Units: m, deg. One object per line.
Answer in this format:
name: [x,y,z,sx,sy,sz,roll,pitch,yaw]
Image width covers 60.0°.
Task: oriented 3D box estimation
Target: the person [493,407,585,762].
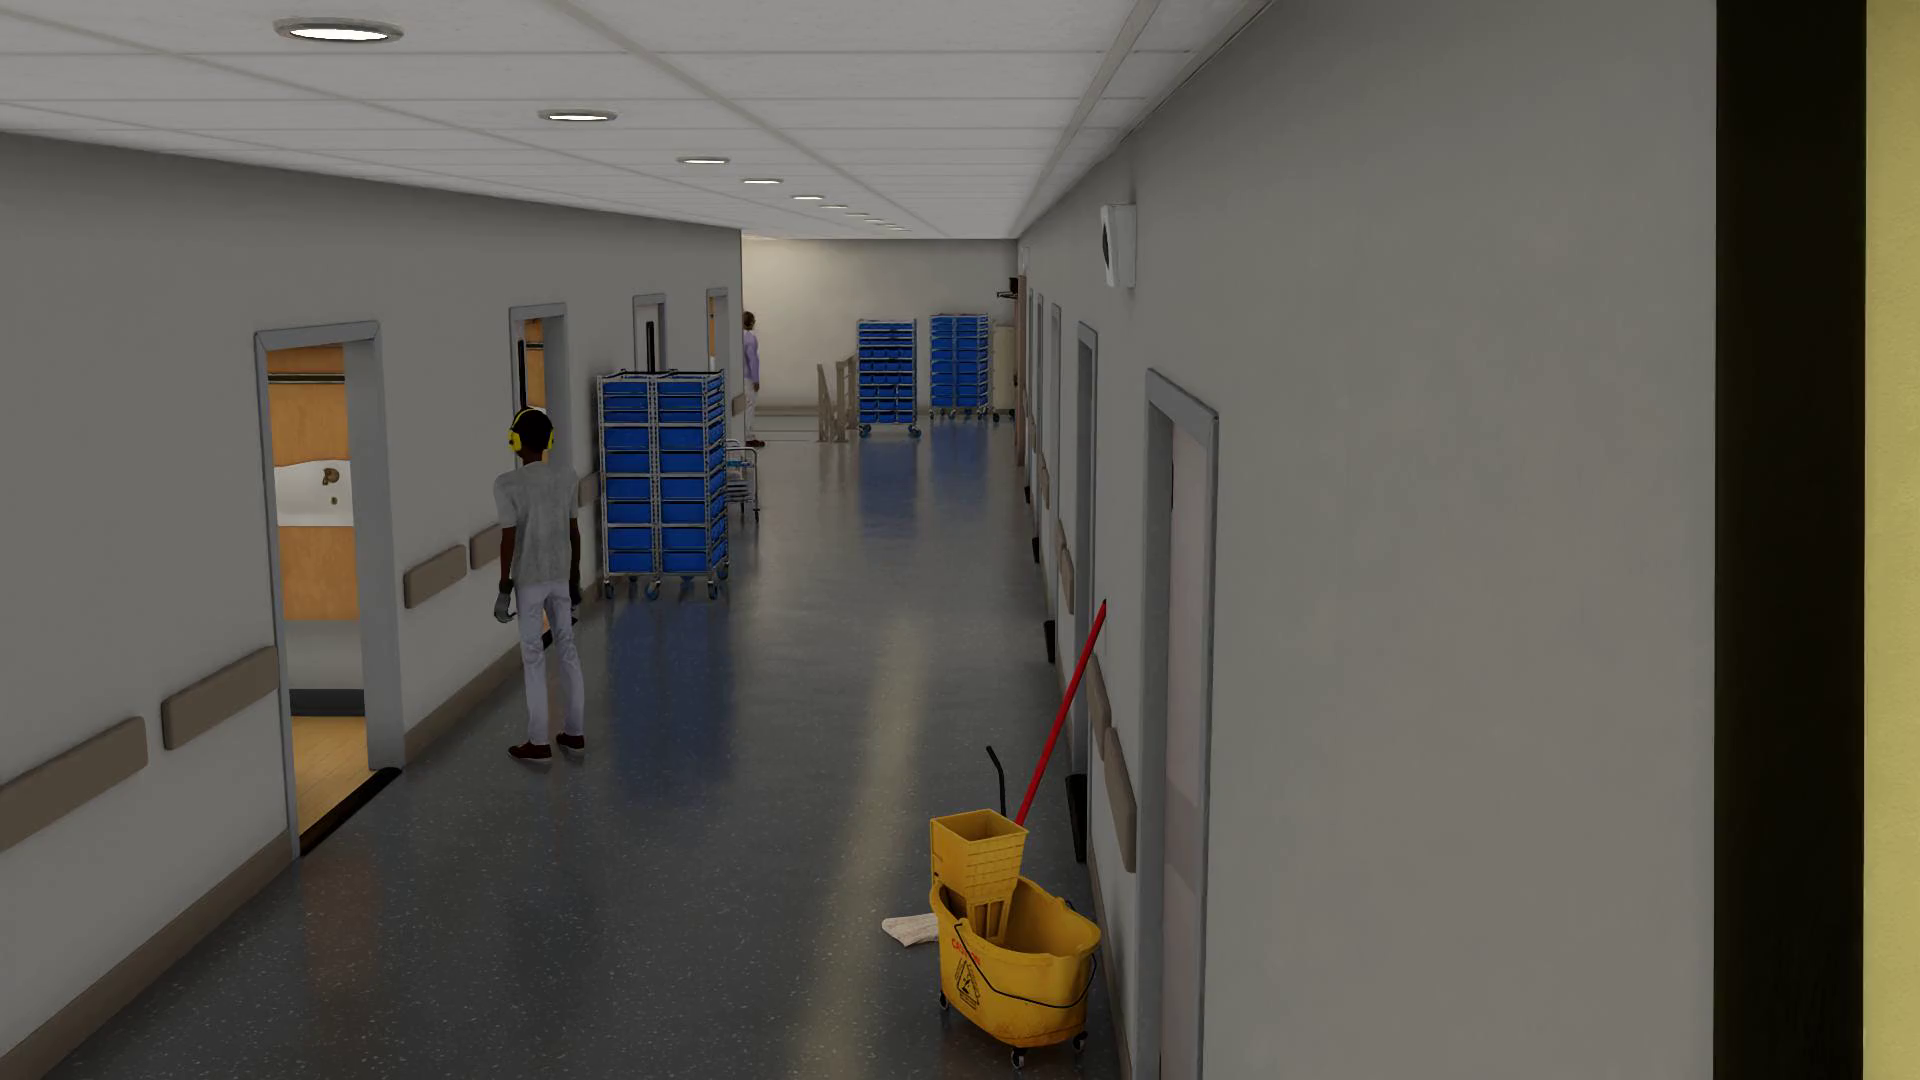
person: [-2.224,0.238,8.768,0.333,1.868,0.515,9,13,43]
